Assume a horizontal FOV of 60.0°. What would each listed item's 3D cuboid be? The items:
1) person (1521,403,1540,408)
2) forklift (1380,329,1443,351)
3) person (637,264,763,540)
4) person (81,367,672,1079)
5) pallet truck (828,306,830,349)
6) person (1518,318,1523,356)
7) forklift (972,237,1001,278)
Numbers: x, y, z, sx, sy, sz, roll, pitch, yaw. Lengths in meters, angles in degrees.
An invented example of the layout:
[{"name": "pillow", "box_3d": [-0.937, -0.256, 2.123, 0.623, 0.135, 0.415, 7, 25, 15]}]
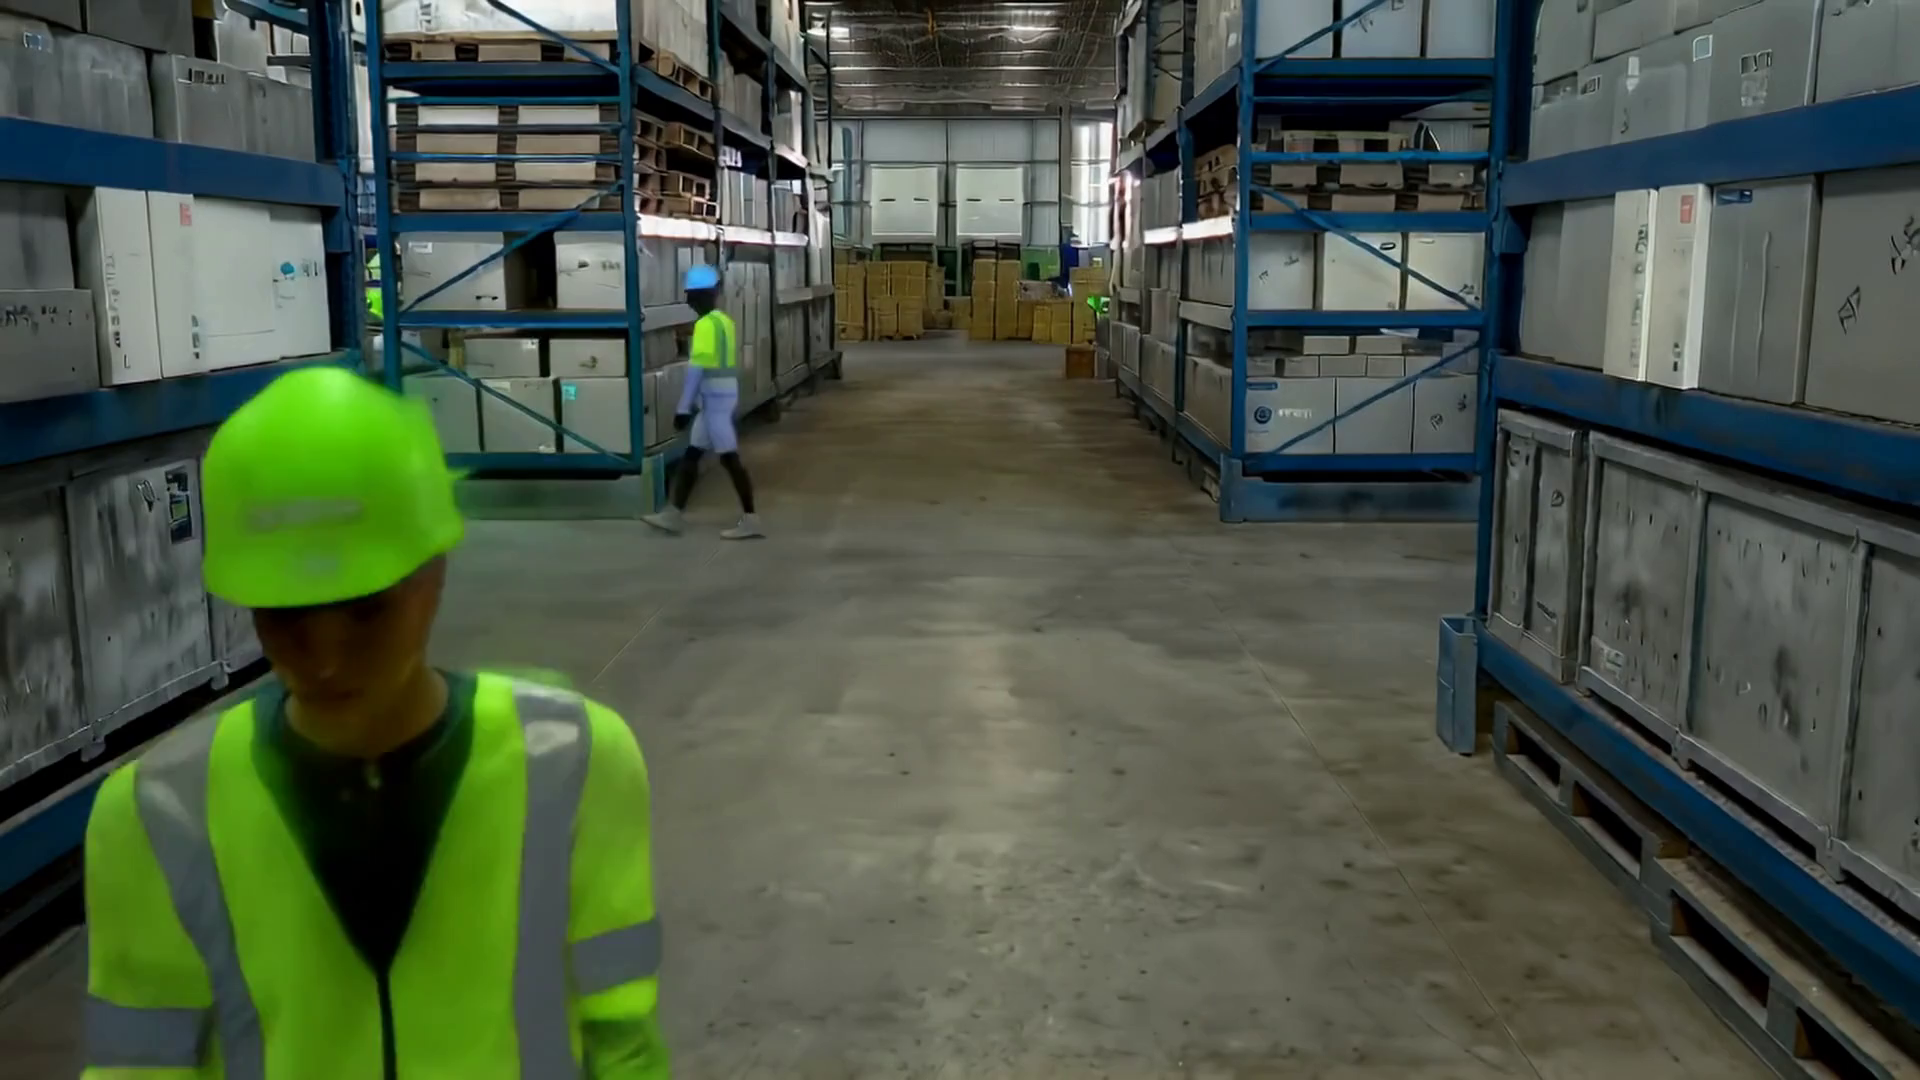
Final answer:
[{"name": "person", "box_3d": [4.371, -0.913, 12.244, 0.484, 1.814, 0.684, -2, 10, -10]}, {"name": "forklift", "box_3d": [10.484, -5.708, 37.752, 1.873, 2.768, 1.129, 6, 11, 34]}, {"name": "person", "box_3d": [-1.912, -0.982, 12.060, 1.006, 1.992, 0.628, 0, 9, 0]}, {"name": "person", "box_3d": [-0.569, 0.790, 1.693, 0.586, 1.921, 0.474, -2, 10, -13]}, {"name": "pallet truck", "box_3d": [-3.100, -3.940, 29.800, 1.885, 1.965, 0.823, 3, 10, 19]}, {"name": "person", "box_3d": [7.242, -2.269, 20.867, 0.514, 1.639, 0.310, 0, 9, 0]}, {"name": "forklift", "box_3d": [0.842, -8.321, 53.406, 1.129, 2.768, 1.873, 0, 9, 1]}]
